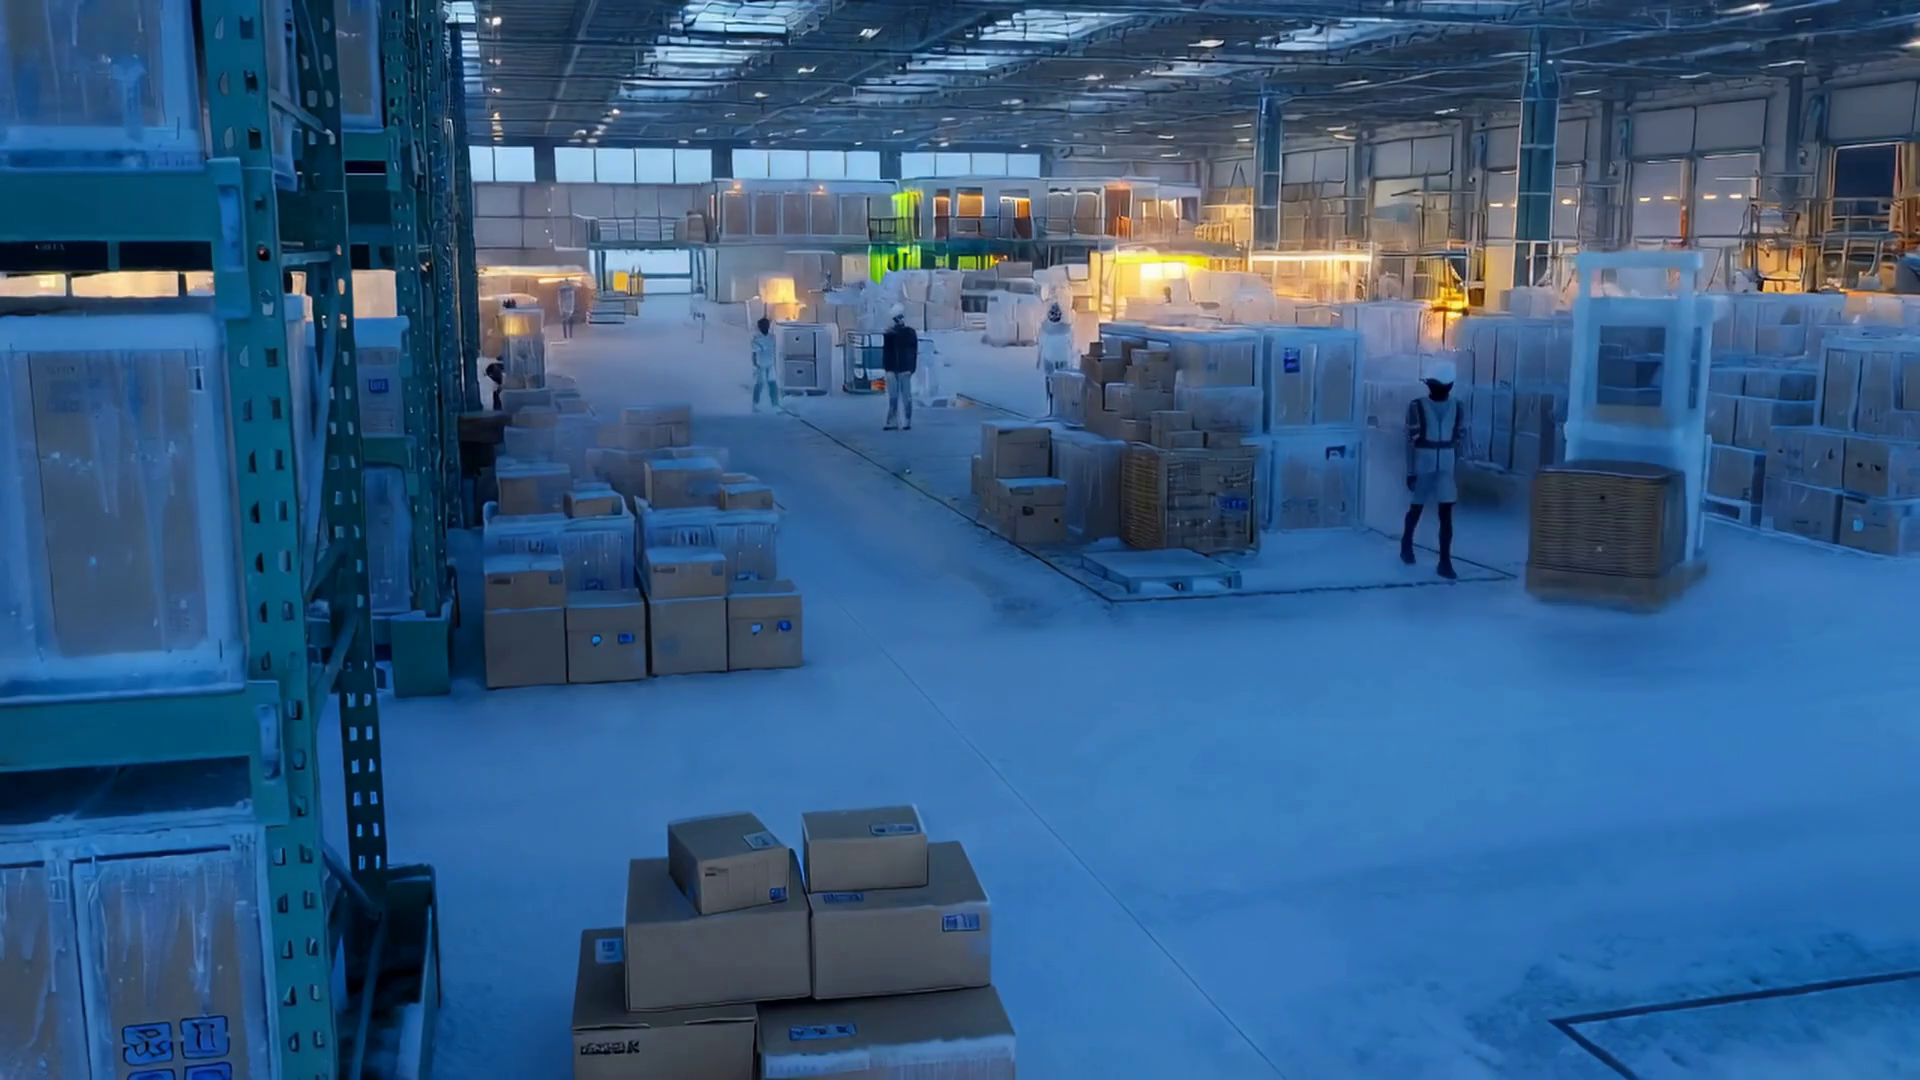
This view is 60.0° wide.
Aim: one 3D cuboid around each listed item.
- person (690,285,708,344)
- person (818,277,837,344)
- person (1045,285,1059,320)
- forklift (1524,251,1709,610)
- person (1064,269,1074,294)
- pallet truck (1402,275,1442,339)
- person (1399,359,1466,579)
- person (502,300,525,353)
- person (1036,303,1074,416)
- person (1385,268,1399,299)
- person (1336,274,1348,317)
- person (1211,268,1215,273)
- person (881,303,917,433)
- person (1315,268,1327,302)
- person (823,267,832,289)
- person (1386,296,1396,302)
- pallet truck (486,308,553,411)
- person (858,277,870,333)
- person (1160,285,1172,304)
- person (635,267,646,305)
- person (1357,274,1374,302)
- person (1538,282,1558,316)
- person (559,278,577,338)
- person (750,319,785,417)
[{"bbox_3d":[-7.680,-6.645,49.003,0.526,1.745,0.692,-1,10,-6],"label":"person"},{"bbox_3d":[-3.871,-6.681,48.593,0.610,1.963,0.365,-4,11,-22],"label":"person"},{"bbox_3d":[2.445,-5.821,44.037,0.325,1.860,0.516,-8,13,-37],"label":"person"},{"bbox_3d":[5.486,-0.972,13.675,1.129,2.768,1.873,7,12,33],"label":"forklift"},{"bbox_3d":[4.460,-10.327,69.410,0.596,1.912,0.416,1,10,7],"label":"person"},{"bbox_3d":[14.620,-7.324,52.145,0.823,1.965,1.885,8,13,40],"label":"pallet truck"},{"bbox_3d":[4.170,-0.659,14.707,0.543,1.901,0.954,0,10,-1],"label":"person"},{"bbox_3d":[-10.436,-4.805,38.919,0.529,1.630,0.327,-6,12,-30],"label":"person"},{"bbox_3d":[1.596,-3.029,28.012,0.654,1.926,0.440,1,10,5],"label":"person"},{"bbox_3d":[18.765,-10.865,72.432,0.624,1.922,0.723,-3,10,-14],"label":"person"},{"bbox_3d":[14.504,-9.174,63.144,0.545,1.806,0.945,5,11,26],"label":"person"},{"bbox_3d":[12.172,-12.180,80.058,0.577,1.845,0.890,6,11,29],"label":"person"},{"bbox_3d":[-0.952,-2.653,25.703,0.615,1.994,0.381,5,11,28],"label":"person"},{"bbox_3d":[17.203,-12.072,79.465,0.629,1.846,0.429,10,14,43],"label":"person"},{"bbox_3d":[-6.090,-11.598,76.636,0.446,1.904,0.593,4,11,22],"label":"person"},{"bbox_3d":[8.215,-3.694,31.822,0.648,1.911,0.747,-3,10,-16],"label":"person"},{"bbox_3d":[-6.242,-2.418,24.362,0.823,1.965,1.885,1,10,3],"label":"pallet truck"},{"bbox_3d":[-3.102,-7.360,52.572,0.637,1.918,0.565,0,10,-1],"label":"person"},{"bbox_3d":[5.438,-5.712,43.408,0.566,1.856,0.685,-1,10,-4],"label":"person"},{"bbox_3d":[-15.748,-12.496,81.864,0.506,1.846,0.346,7,12,35],"label":"person"},{"bbox_3d":[15.394,-9.181,63.164,0.640,1.819,0.450,0,10,-1],"label":"person"},{"bbox_3d":[14.226,-5.328,40.722,0.704,2.000,0.950,2,10,9],"label":"person"},{"bbox_3d":[-12.310,-7.277,52.234,0.546,1.884,1.023,-4,11,-20],"label":"person"},{"bbox_3d":[-3.298,-2.910,28.103,0.538,1.645,0.884,-7,12,-34],"label":"person"}]
